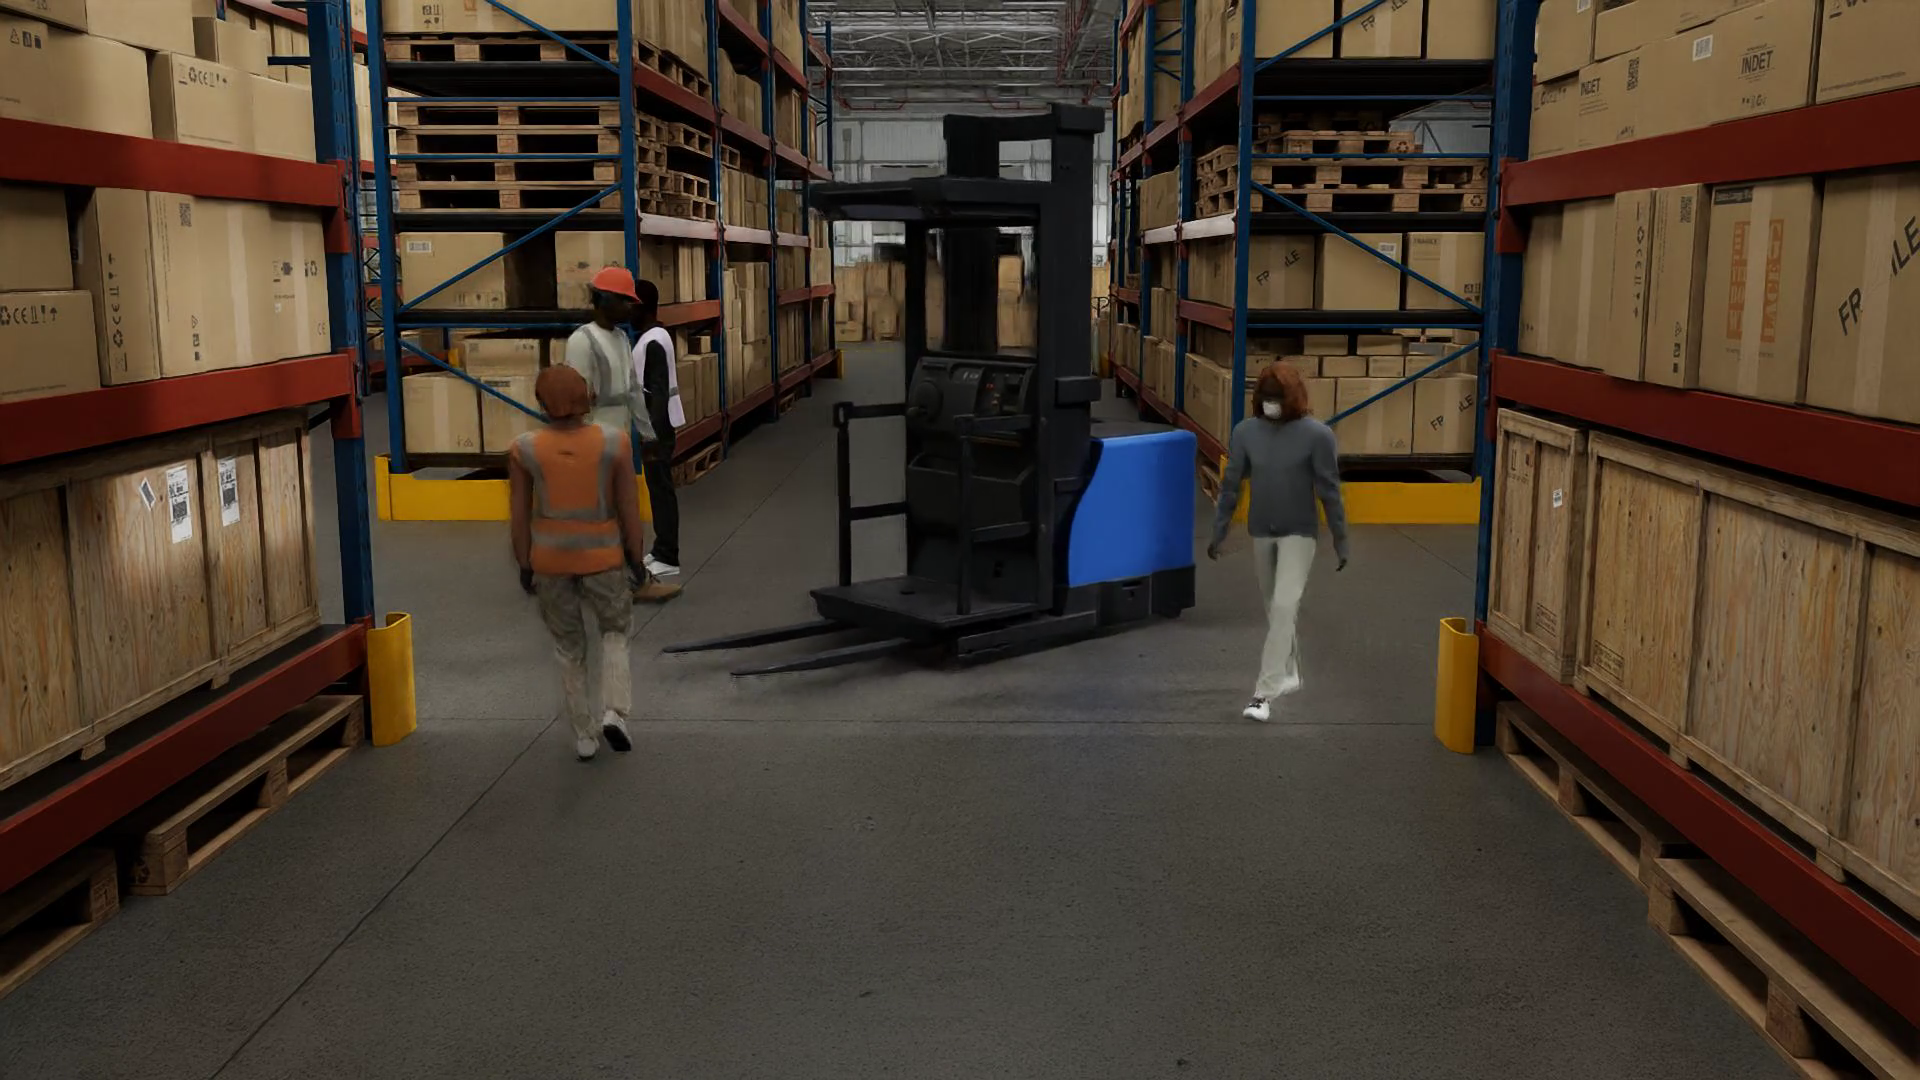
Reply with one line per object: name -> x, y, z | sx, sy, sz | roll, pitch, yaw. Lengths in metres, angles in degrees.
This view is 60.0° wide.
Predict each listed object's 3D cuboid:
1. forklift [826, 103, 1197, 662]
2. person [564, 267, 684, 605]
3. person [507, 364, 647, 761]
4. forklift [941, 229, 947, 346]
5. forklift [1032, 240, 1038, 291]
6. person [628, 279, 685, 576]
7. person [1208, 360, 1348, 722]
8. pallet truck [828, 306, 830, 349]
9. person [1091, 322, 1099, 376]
forklift -> 0.336, -0.917, 9.055 | 1.873, 2.768, 1.129 | -8, 12, -40
person -> -2.025, -0.612, 9.881 | 0.992, 1.982, 0.620 | 2, 10, 10
person -> -1.537, 0.105, 6.693 | 0.531, 1.619, 0.385 | -1, 10, -8
forklift -> 0.124, -6.117, 40.203 | 1.129, 2.768, 1.873 | 0, 9, 1
forklift -> 3.172, -9.648, 61.356 | 1.129, 2.768, 1.873 | 0, 9, 1
person -> -1.975, -0.719, 10.767 | 0.390, 1.913, 0.588 | -2, 10, -13
person -> 1.397, 0.000, 7.409 | 0.590, 1.586, 0.846 | 7, 12, 37
pallet truck -> -3.100, -3.940, 29.800 | 1.885, 1.965, 0.823 | 3, 10, 19
person -> 1.300, -1.882, 18.584 | 0.519, 1.630, 0.484 | 0, 9, 2
